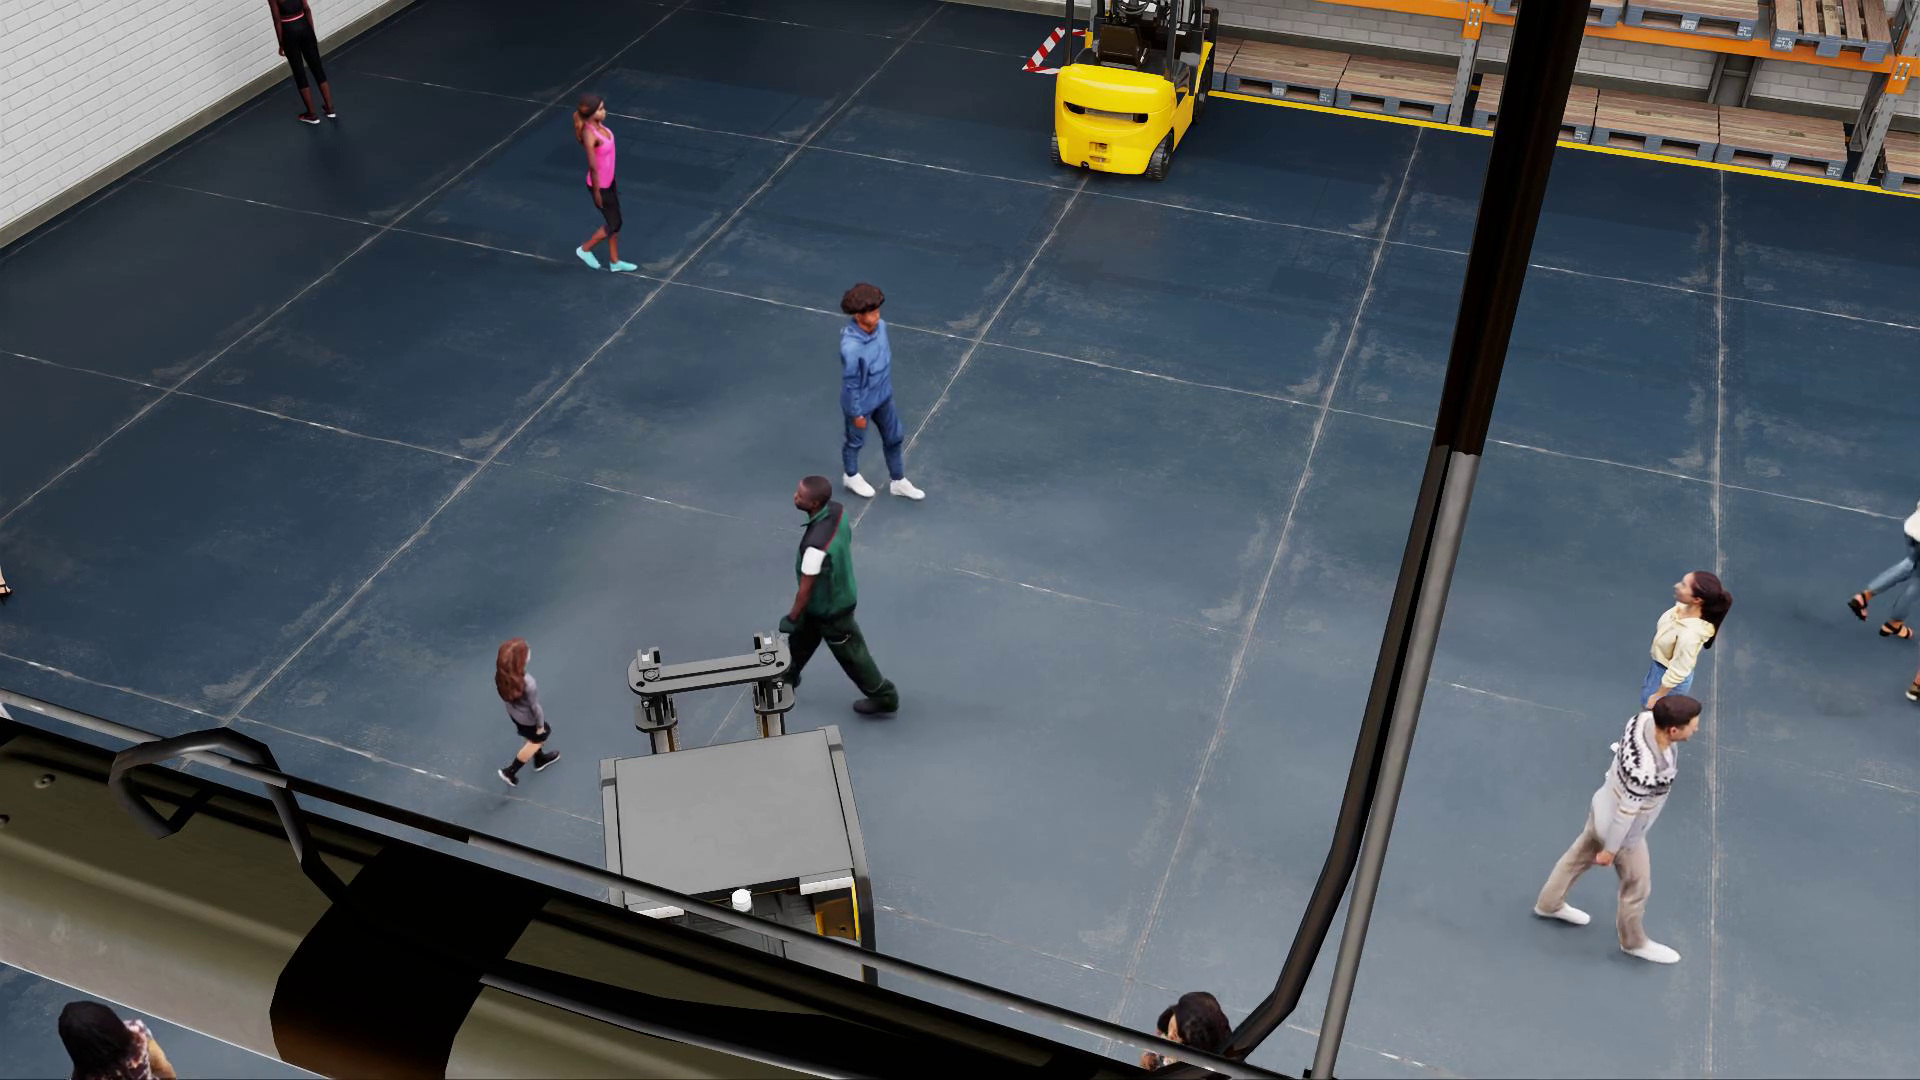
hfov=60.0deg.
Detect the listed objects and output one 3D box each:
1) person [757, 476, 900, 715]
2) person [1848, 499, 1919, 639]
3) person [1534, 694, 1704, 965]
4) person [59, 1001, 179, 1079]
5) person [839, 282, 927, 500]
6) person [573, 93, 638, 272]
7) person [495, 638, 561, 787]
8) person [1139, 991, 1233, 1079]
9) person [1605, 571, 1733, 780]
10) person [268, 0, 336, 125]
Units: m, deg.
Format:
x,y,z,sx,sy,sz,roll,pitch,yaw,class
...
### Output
x,y,z,sx,sy,sz,roll,pitch,yaw,class
-0.724,0.406,10.231,1.279,1.788,0.894,4,39,5,person
6.277,-0.030,10.879,0.853,1.662,0.778,4,39,4,person
3.437,1.471,8.860,1.011,1.834,0.748,8,39,10,person
-3.668,2.642,7.474,0.510,1.735,0.603,13,40,16,person
-0.744,-1.081,12.092,0.969,1.790,0.826,24,44,27,person
-3.250,-3.149,14.743,0.815,1.712,0.666,3,39,4,person
-2.651,1.047,9.987,0.680,1.092,0.686,31,48,33,person
1.074,2.582,7.646,0.768,1.614,0.708,-17,42,-20,person
4.192,0.817,9.843,0.580,1.631,0.652,16,41,20,person
-6.891,-5.222,17.302,0.664,1.758,0.663,31,48,33,person
